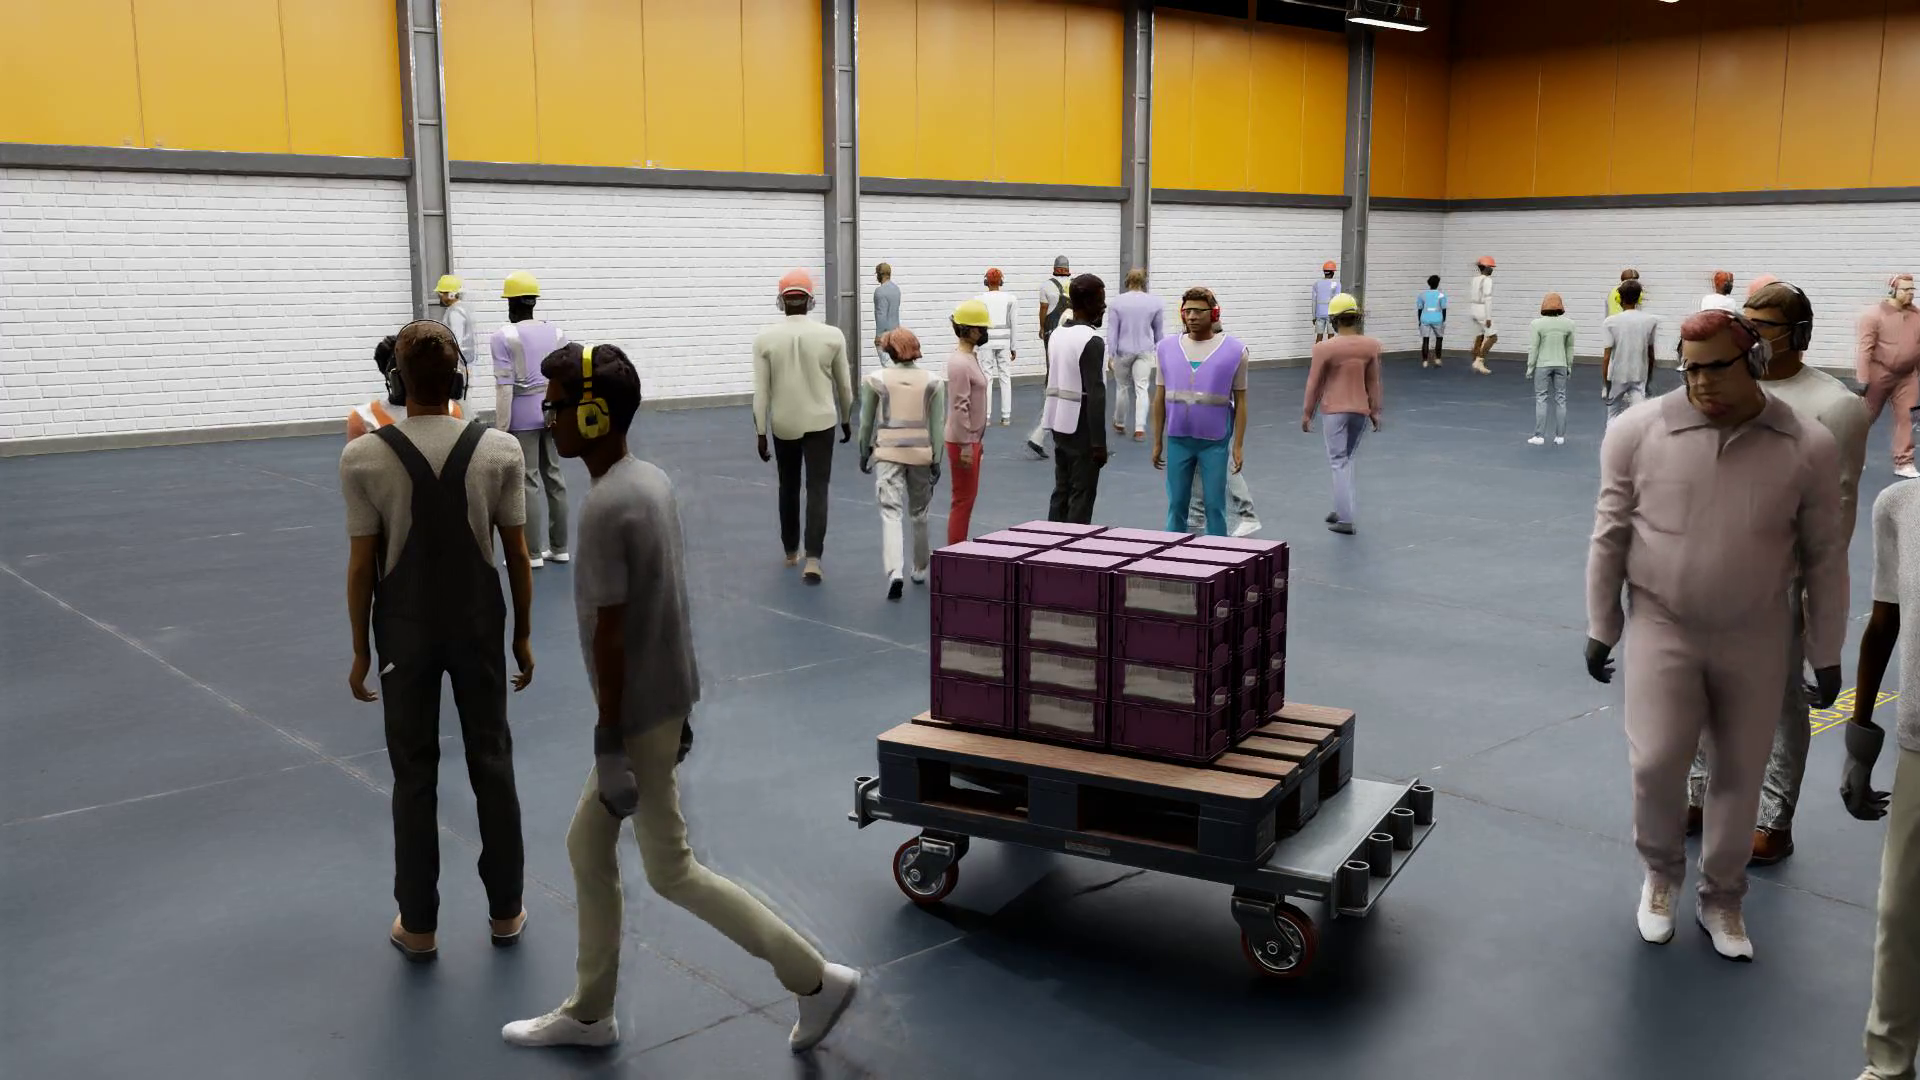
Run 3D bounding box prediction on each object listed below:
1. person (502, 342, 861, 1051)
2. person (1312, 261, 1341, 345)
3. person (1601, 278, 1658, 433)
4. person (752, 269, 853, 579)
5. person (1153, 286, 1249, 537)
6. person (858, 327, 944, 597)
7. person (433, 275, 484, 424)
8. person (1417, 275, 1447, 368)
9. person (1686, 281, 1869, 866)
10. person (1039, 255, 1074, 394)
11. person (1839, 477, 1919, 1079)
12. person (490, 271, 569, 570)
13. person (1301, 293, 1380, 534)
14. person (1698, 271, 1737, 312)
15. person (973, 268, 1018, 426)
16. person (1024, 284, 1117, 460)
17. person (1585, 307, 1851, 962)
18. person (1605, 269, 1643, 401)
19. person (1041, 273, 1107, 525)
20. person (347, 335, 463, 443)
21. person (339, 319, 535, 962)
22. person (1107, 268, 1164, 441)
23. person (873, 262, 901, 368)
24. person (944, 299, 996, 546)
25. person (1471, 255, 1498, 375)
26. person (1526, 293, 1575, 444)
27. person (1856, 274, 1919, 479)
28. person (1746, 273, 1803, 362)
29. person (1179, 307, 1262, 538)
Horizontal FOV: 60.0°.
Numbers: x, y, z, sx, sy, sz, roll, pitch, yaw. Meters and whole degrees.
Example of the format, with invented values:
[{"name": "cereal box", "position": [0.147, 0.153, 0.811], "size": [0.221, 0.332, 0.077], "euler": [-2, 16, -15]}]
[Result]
[{"name": "person", "position": [-0.702, 0.427, 4.091], "size": [0.885, 1.833, 0.539], "euler": [0, 10, 1]}, {"name": "person", "position": [6.605, -4.042, 29.909], "size": [0.553, 1.935, 0.362], "euler": [7, 12, 34]}, {"name": "person", "position": [5.997, -1.423, 14.898], "size": [0.514, 1.839, 0.933], "euler": [2, 10, 9]}, {"name": "person", "position": [-0.997, -0.741, 10.577], "size": [0.621, 1.949, 0.986], "euler": [0, 10, -1]}, {"name": "person", "position": [1.429, -0.581, 9.909], "size": [0.564, 1.845, 0.389], "euler": [4, 11, 23]}, {"name": "person", "position": [-0.339, -0.477, 9.992], "size": [0.512, 1.606, 0.771], "euler": [-2, 10, -11]}, {"name": "person", "position": [-5.526, -1.988, 18.231], "size": [0.418, 1.812, 0.612], "euler": [-3, 10, -15]}, {"name": "person", "position": [8.593, -3.964, 30.233], "size": [0.547, 1.671, 0.703], "euler": [5, 11, 25]}, {"name": "person", "position": [2.666, 0.111, 5.588], "size": [0.373, 1.940, 0.630], "euler": [-6, 11, -30]}, {"name": "person", "position": [1.461, -3.142, 24.336], "size": [0.690, 2.000, 0.538], "euler": [-2, 10, -12]}, {"name": "person", "position": [2.214, 0.486, 3.656], "size": [0.364, 1.860, 0.514], "euler": [-6, 11, -32]}, {"name": "person", "position": [-2.793, -0.770, 10.779], "size": [0.388, 1.927, 0.589], "euler": [7, 12, 34]}, {"name": "person", "position": [2.767, -0.939, 12.272], "size": [0.554, 1.740, 0.686], "euler": [-3, 10, -19]}, {"name": "person", "position": [9.091, -2.270, 19.832], "size": [0.972, 1.833, 0.608], "euler": [-2, 10, -12]}, {"name": "person", "position": [0.408, -2.305, 19.897], "size": [0.576, 1.882, 0.355], "euler": [-3, 10, -15]}, {"name": "person", "position": [1.083, -1.679, 16.498], "size": [0.896, 1.796, 0.589], "euler": [1, 10, 4]}, {"name": "person", "position": [2.153, 0.280, 4.757], "size": [0.686, 1.878, 0.446], "euler": [3, 10, 17]}, {"name": "person", "position": [9.333, -2.870, 23.333], "size": [0.429, 1.839, 0.634], "euler": [-4, 10, -21]}, {"name": "person", "position": [0.703, -0.639, 10.045], "size": [0.371, 1.915, 0.597], "euler": [-4, 10, -22]}, {"name": "person", "position": [-2.535, -0.112, 7.642], "size": [0.538, 1.674, 0.606], "euler": [-6, 11, -31]}, {"name": "person", "position": [-1.494, 0.292, 4.799], "size": [0.520, 1.844, 0.331], "euler": [-4, 11, -24]}, {"name": "person", "position": [1.933, -2.065, 18.479], "size": [0.656, 1.880, 1.031], "euler": [-1, 10, -4]}, {"name": "person", "position": [-1.009, -2.847, 22.911], "size": [0.359, 1.936, 0.632], "euler": [4, 10, 21]}, {"name": "person", "position": [0.060, -0.607, 10.317], "size": [0.320, 1.766, 0.533], "euler": [1, 10, 7]}, {"name": "person", "position": [8.909, -3.815, 28.287], "size": [0.408, 2.031, 0.647], "euler": [-1, 10, -8]}, {"name": "person", "position": [6.346, -1.840, 17.903], "size": [0.502, 1.631, 0.286], "euler": [0, 10, -3]}, {"name": "person", "position": [8.625, -1.537, 15.445], "size": [0.650, 1.865, 0.979], "euler": [0, 10, -1]}, {"name": "person", "position": [5.405, -0.856, 11.328], "size": [0.549, 1.916, 0.749], "euler": [4, 11, 24]}, {"name": "person", "position": [1.851, -0.876, 12.052], "size": [0.507, 1.709, 0.707], "euler": [-2, 10, -14]}]
